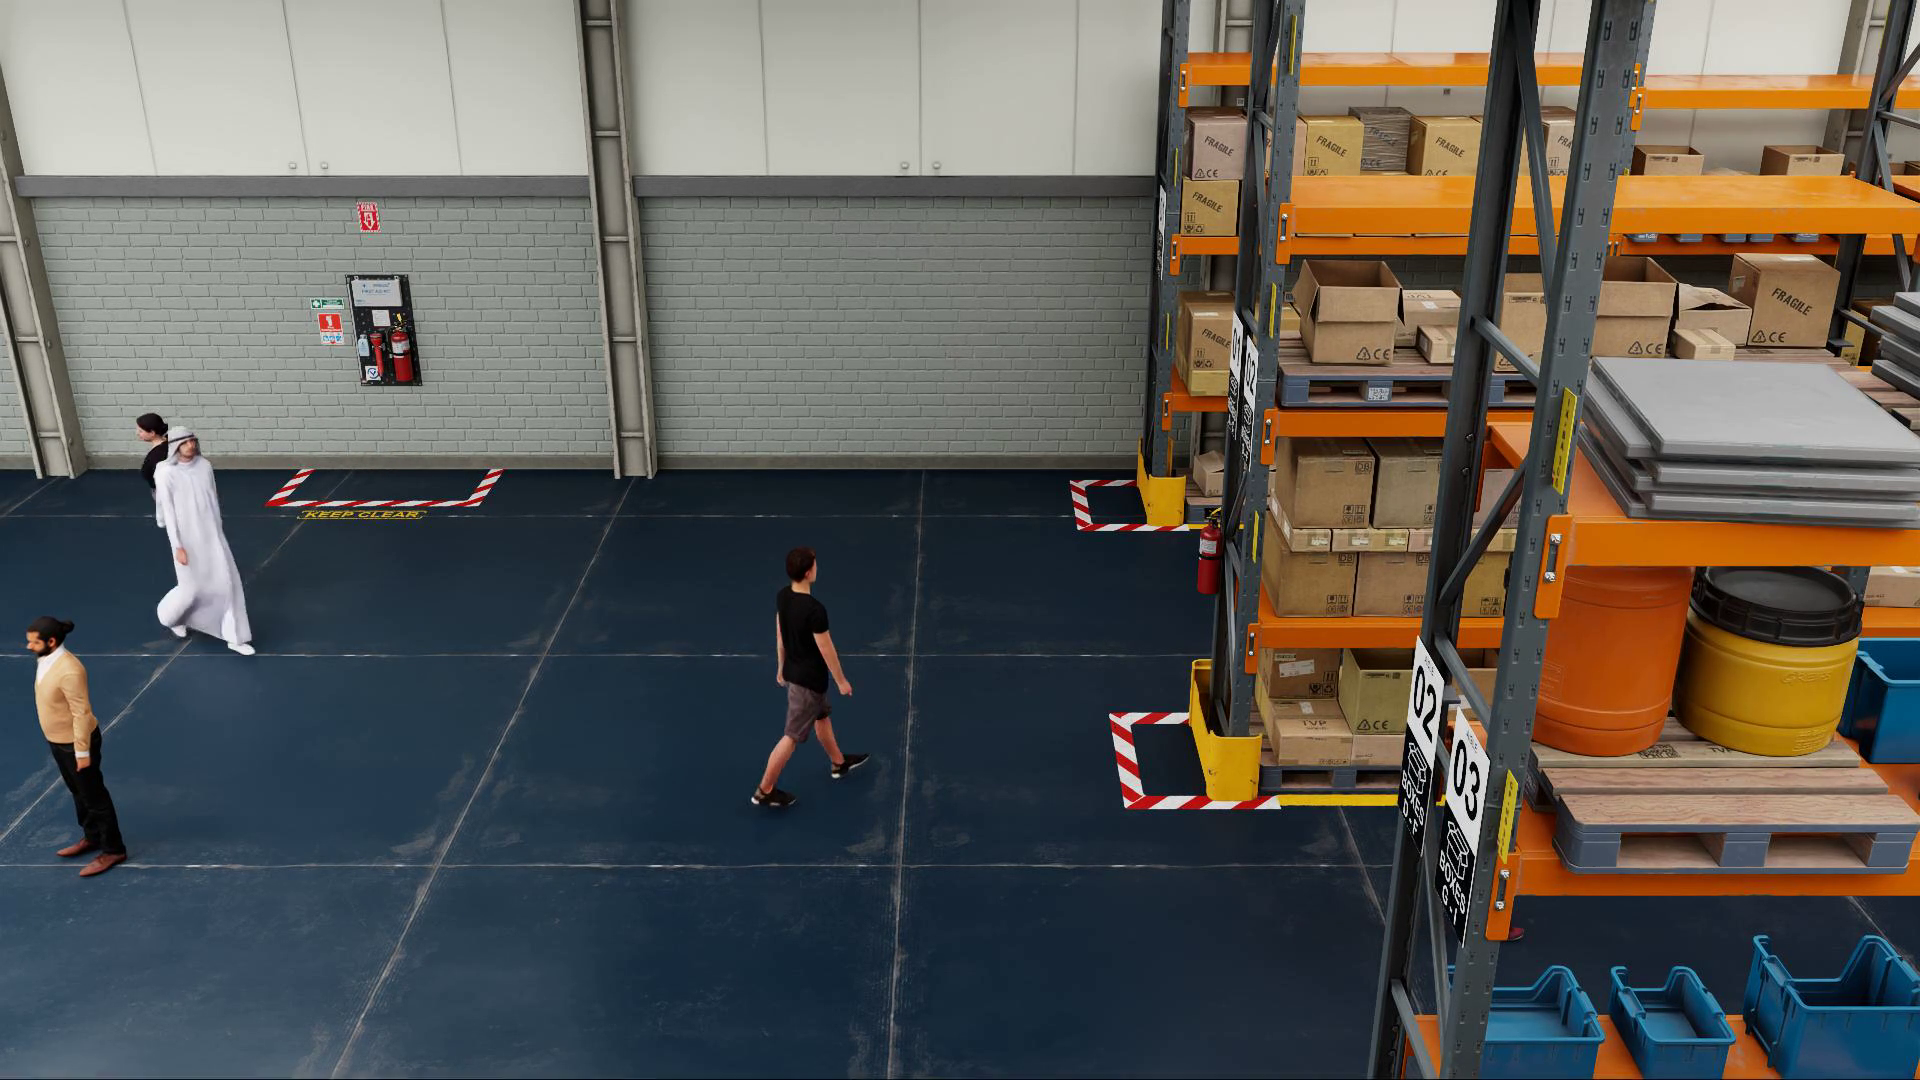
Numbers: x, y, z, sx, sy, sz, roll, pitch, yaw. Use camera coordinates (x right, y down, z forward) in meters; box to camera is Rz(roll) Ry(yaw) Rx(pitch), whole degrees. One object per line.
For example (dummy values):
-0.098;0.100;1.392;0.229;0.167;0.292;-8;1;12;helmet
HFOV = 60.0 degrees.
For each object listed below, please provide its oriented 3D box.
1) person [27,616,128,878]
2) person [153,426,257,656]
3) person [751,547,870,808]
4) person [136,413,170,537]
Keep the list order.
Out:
-5.608;1.267;10.526;0.743;1.752;0.813;20;30;38;person
-6.186;-0.006;13.336;1.293;1.896;1.094;14;27;30;person
-1.113;0.958;11.166;1.302;1.820;1.088;-14;27;-30;person
-6.558;-0.279;14.192;0.714;1.728;0.720;-3;23;-7;person
